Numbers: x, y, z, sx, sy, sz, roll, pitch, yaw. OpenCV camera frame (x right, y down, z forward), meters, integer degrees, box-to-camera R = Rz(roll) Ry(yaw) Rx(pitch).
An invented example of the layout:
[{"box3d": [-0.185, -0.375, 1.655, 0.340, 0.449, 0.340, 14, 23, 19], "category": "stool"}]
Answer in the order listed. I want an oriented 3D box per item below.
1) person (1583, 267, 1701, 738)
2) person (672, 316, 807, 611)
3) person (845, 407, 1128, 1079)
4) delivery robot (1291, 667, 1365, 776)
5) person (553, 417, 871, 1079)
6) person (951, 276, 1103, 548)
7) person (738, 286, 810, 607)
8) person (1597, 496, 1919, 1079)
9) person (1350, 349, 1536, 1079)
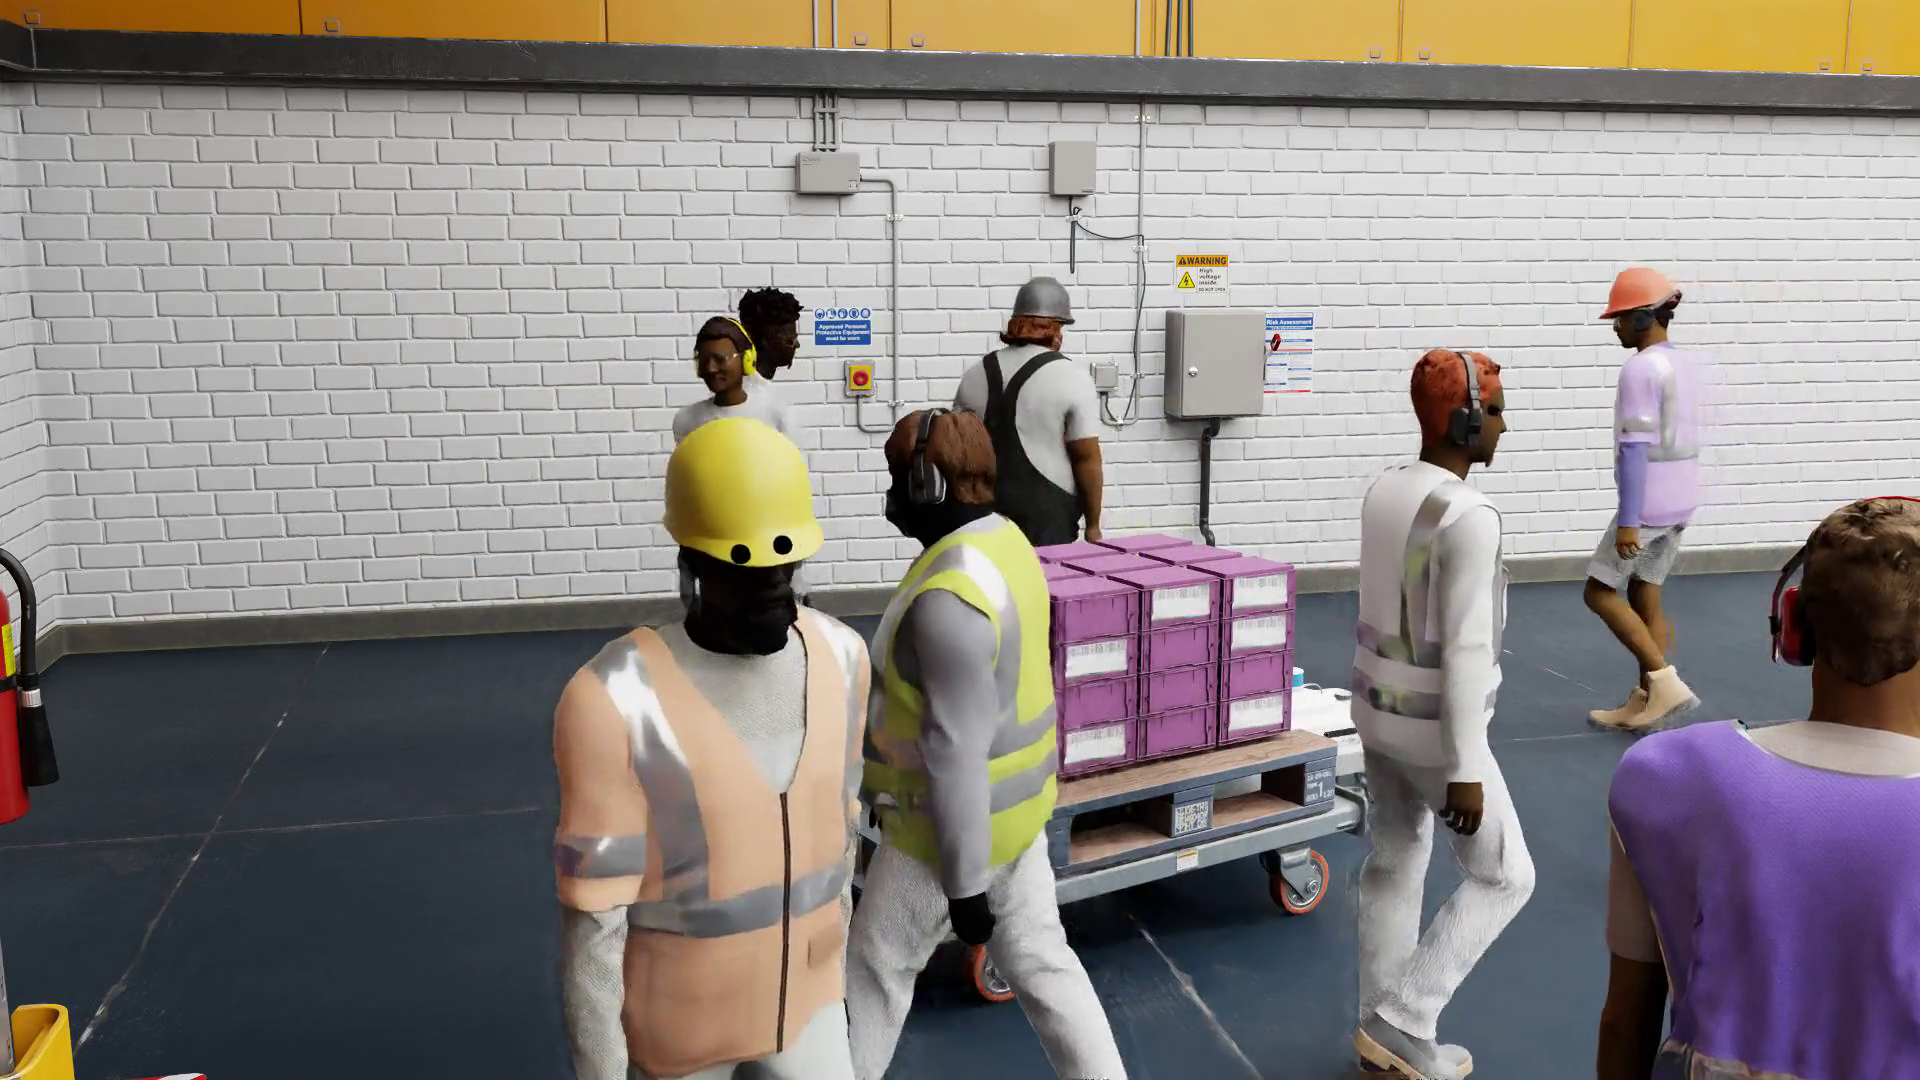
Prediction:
[{"box3d": [2.908, -0.141, 7.093, 0.519, 2.011, 0.648, 10, 14, 43], "category": "person"}, {"box3d": [-0.814, 0.073, 6.324, 0.524, 1.858, 0.618, 2, 10, 10], "category": "person"}, {"box3d": [-0.002, 0.604, 3.635, 0.985, 1.789, 0.619, 3, 11, 18], "category": "person"}, {"box3d": [1.212, 0.712, 6.143, 0.707, 0.478, 0.477, -5, 11, -27], "category": "delivery robot"}, {"box3d": [-0.407, 0.721, 2.707, 0.600, 1.880, 0.979, -9, 14, -41], "category": "person"}, {"box3d": [0.243, -0.145, 7.036, 0.703, 2.000, 0.937, 8, 13, 38], "category": "person"}, {"box3d": [-0.770, -0.058, 6.812, 0.690, 1.938, 0.610, -1, 10, -3], "category": "person"}, {"box3d": [1.041, 0.862, 2.016, 0.563, 1.838, 0.390, 9, 14, 41], "category": "person"}, {"box3d": [1.176, 0.471, 4.085, 0.421, 1.870, 0.614, -2, 10, -10], "category": "person"}]
